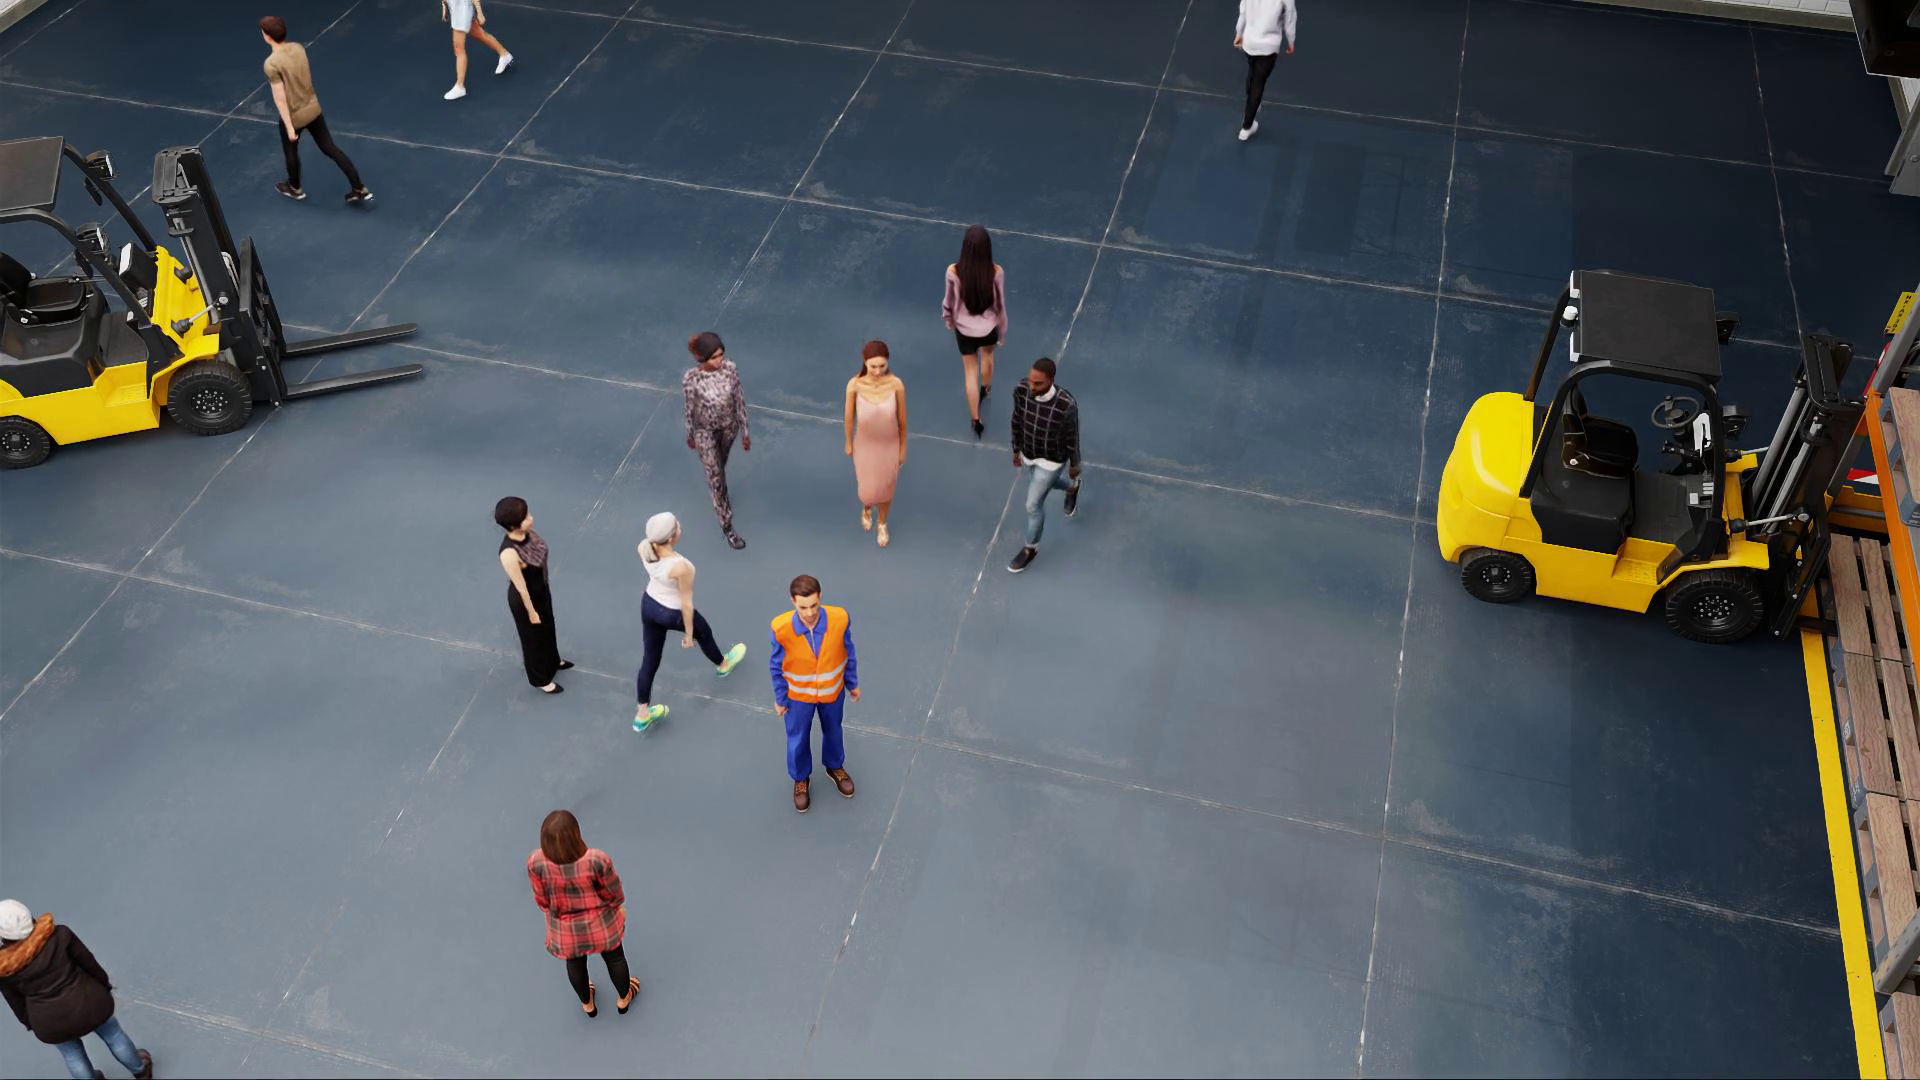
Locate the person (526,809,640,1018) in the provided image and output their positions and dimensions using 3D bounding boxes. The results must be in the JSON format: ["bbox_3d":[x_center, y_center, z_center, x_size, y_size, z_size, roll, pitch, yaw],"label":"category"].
[{"bbox_3d":[-2.028,2.015,8.938,0.682,1.702,0.660,-3,44,-3],"label":"person"}]

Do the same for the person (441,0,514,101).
[{"bbox_3d":[-4.914,-5.344,16.673,0.873,1.688,1.239,26,49,25],"label":"person"}]

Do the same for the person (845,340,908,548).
[{"bbox_3d":[-0.573,-0.729,11.733,0.695,1.821,0.741,-3,44,-3],"label":"person"}]

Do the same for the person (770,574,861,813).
[{"bbox_3d":[-0.876,0.894,9.998,0.787,1.864,0.808,-14,45,-14],"label":"person"}]

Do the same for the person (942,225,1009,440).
[{"bbox_3d":[0.124,-1.511,12.579,0.773,1.786,0.935,1,44,1],"label":"person"}]

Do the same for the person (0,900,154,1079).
[{"bbox_3d":[-4.616,2.392,8.594,0.715,1.631,0.778,-23,48,-22],"label":"person"}]

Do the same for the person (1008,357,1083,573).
[{"bbox_3d":[0.653,-0.645,11.683,0.975,1.769,1.280,30,51,28],"label":"person"}]

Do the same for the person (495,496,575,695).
[{"bbox_3d":[-2.798,0.359,10.752,0.674,1.599,0.503,3,44,3],"label":"person"}]

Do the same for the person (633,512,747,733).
[{"bbox_3d":[-1.900,0.536,10.522,0.890,1.659,1.247,25,49,24],"label":"person"}]

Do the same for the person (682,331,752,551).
[{"bbox_3d":[-1.760,-0.825,11.944,1.069,1.668,1.166,-17,46,-17],"label":"person"}]

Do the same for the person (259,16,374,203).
[{"bbox_3d":[-5.840,-3.805,14.972,0.856,1.806,1.215,16,46,16],"label":"person"}]

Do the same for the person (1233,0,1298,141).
[{"bbox_3d":[2.838,-4.703,15.841,0.855,1.908,0.960,24,49,23],"label":"person"}]
